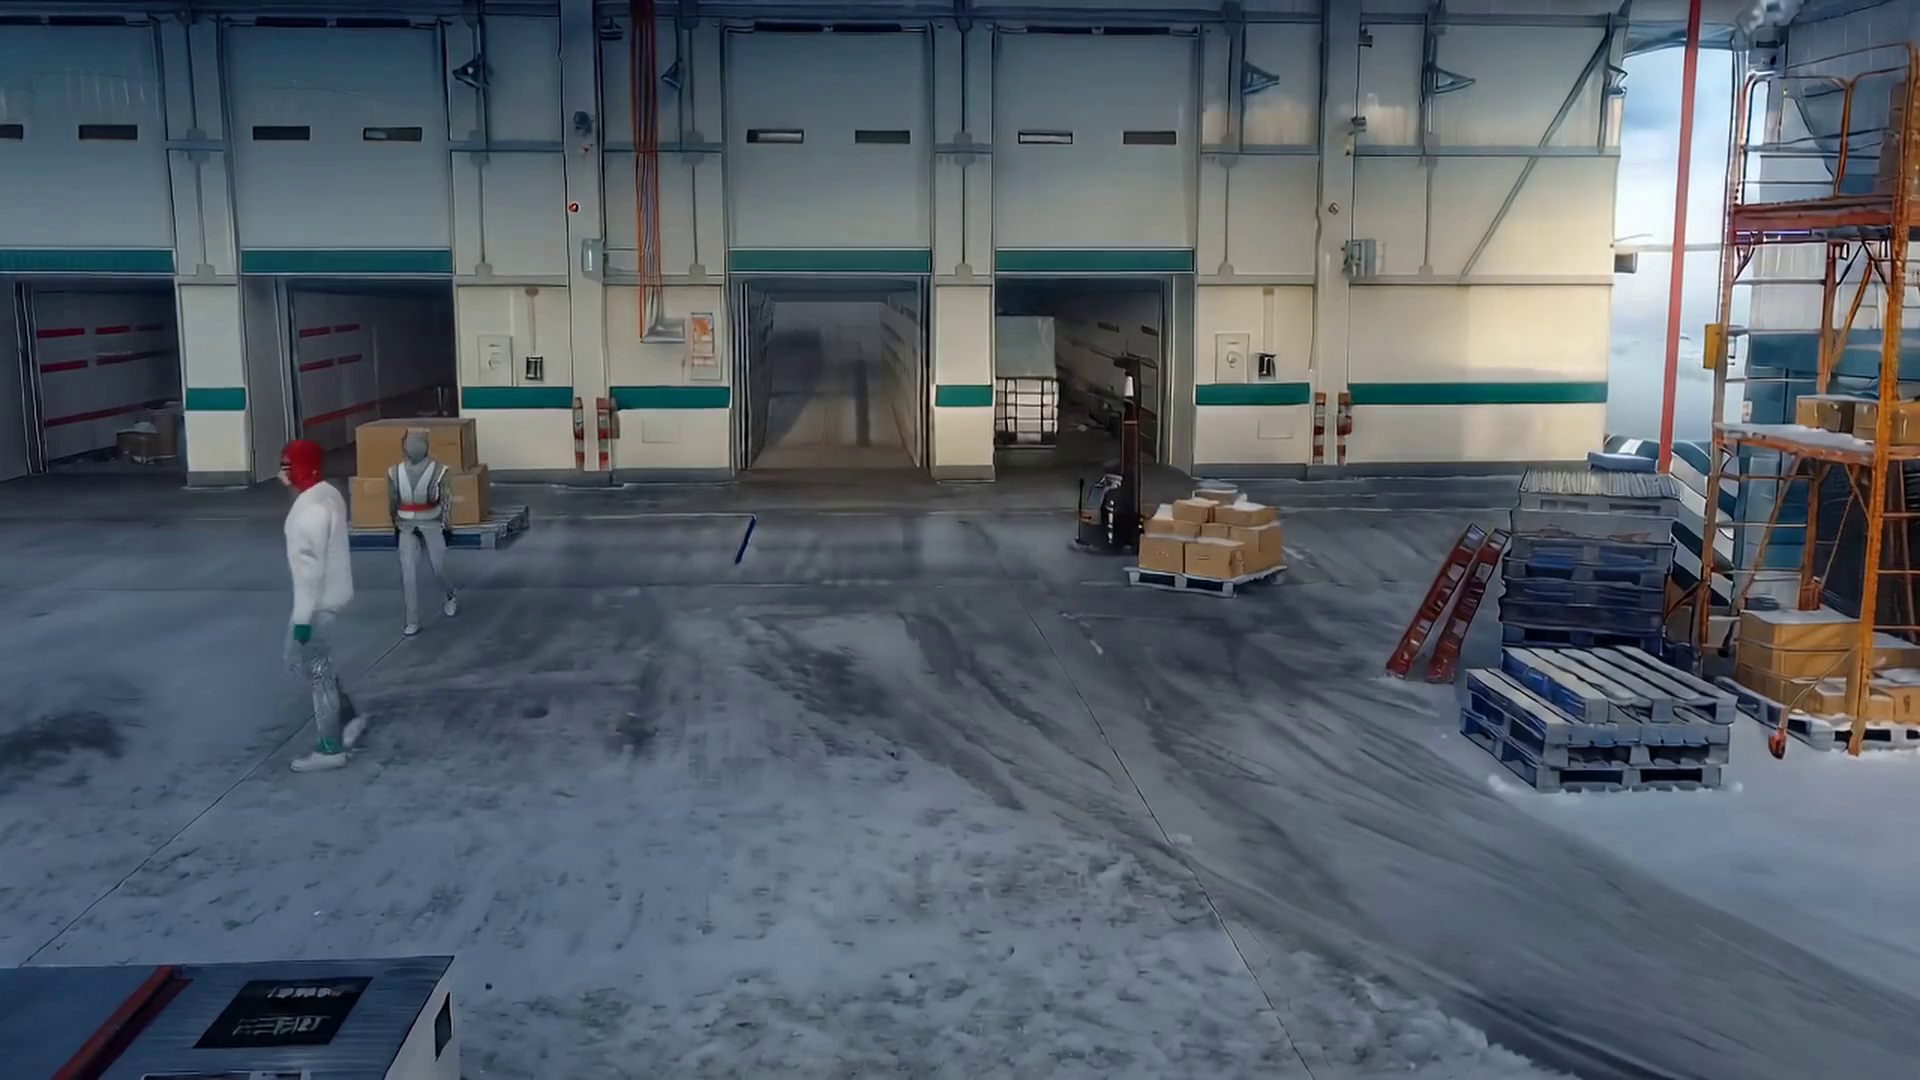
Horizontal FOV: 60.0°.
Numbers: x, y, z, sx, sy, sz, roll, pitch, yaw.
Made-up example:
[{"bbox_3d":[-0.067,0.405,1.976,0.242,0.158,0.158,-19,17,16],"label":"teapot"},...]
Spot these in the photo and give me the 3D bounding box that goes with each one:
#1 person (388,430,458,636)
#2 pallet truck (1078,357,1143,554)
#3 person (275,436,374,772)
[{"bbox_3d":[-4.284,-0.093,13.320,0.523,1.611,0.781,0,9,0],"label":"person"},{"bbox_3d":[2.088,-0.836,16.757,1.885,1.965,0.823,2,9,13],"label":"pallet truck"},{"bbox_3d":[-3.675,0.368,9.433,0.436,1.920,0.649,-2,9,-15],"label":"person"}]
